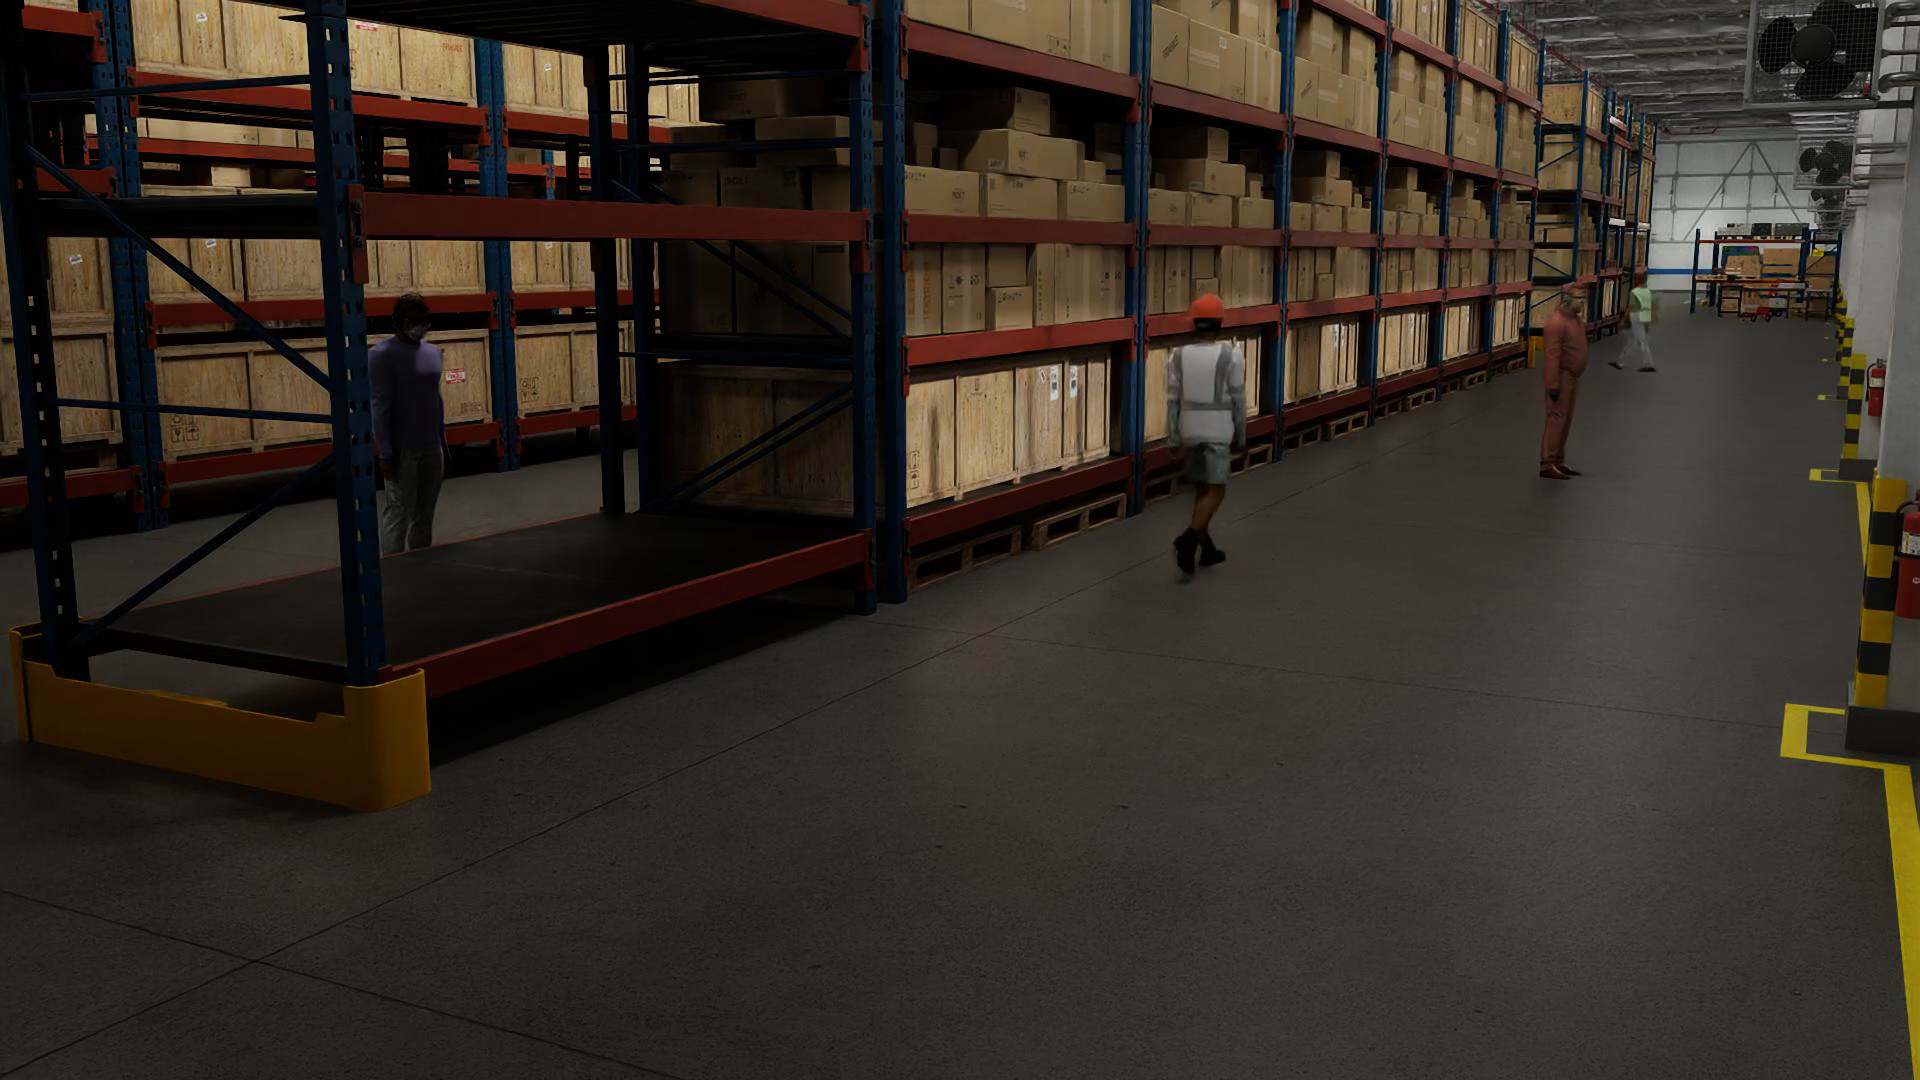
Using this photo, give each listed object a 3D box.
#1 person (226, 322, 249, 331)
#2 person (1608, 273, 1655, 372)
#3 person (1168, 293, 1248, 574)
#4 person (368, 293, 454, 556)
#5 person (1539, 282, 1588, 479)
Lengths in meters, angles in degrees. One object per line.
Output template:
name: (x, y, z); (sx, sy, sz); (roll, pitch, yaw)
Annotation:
person: (-7.809, -1.782, 18.061); (0.508, 1.689, 0.889); (4, 11, 24)
person: (12.466, -4.010, 30.715); (0.586, 1.792, 0.965); (-9, 13, -43)
person: (1.643, -0.720, 11.326); (0.549, 1.915, 0.846); (7, 12, 34)
person: (-3.393, -0.559, 10.327); (0.371, 1.934, 0.627); (4, 11, 21)
person: (5.877, -1.545, 16.144); (0.394, 1.898, 0.663); (7, 12, 37)
